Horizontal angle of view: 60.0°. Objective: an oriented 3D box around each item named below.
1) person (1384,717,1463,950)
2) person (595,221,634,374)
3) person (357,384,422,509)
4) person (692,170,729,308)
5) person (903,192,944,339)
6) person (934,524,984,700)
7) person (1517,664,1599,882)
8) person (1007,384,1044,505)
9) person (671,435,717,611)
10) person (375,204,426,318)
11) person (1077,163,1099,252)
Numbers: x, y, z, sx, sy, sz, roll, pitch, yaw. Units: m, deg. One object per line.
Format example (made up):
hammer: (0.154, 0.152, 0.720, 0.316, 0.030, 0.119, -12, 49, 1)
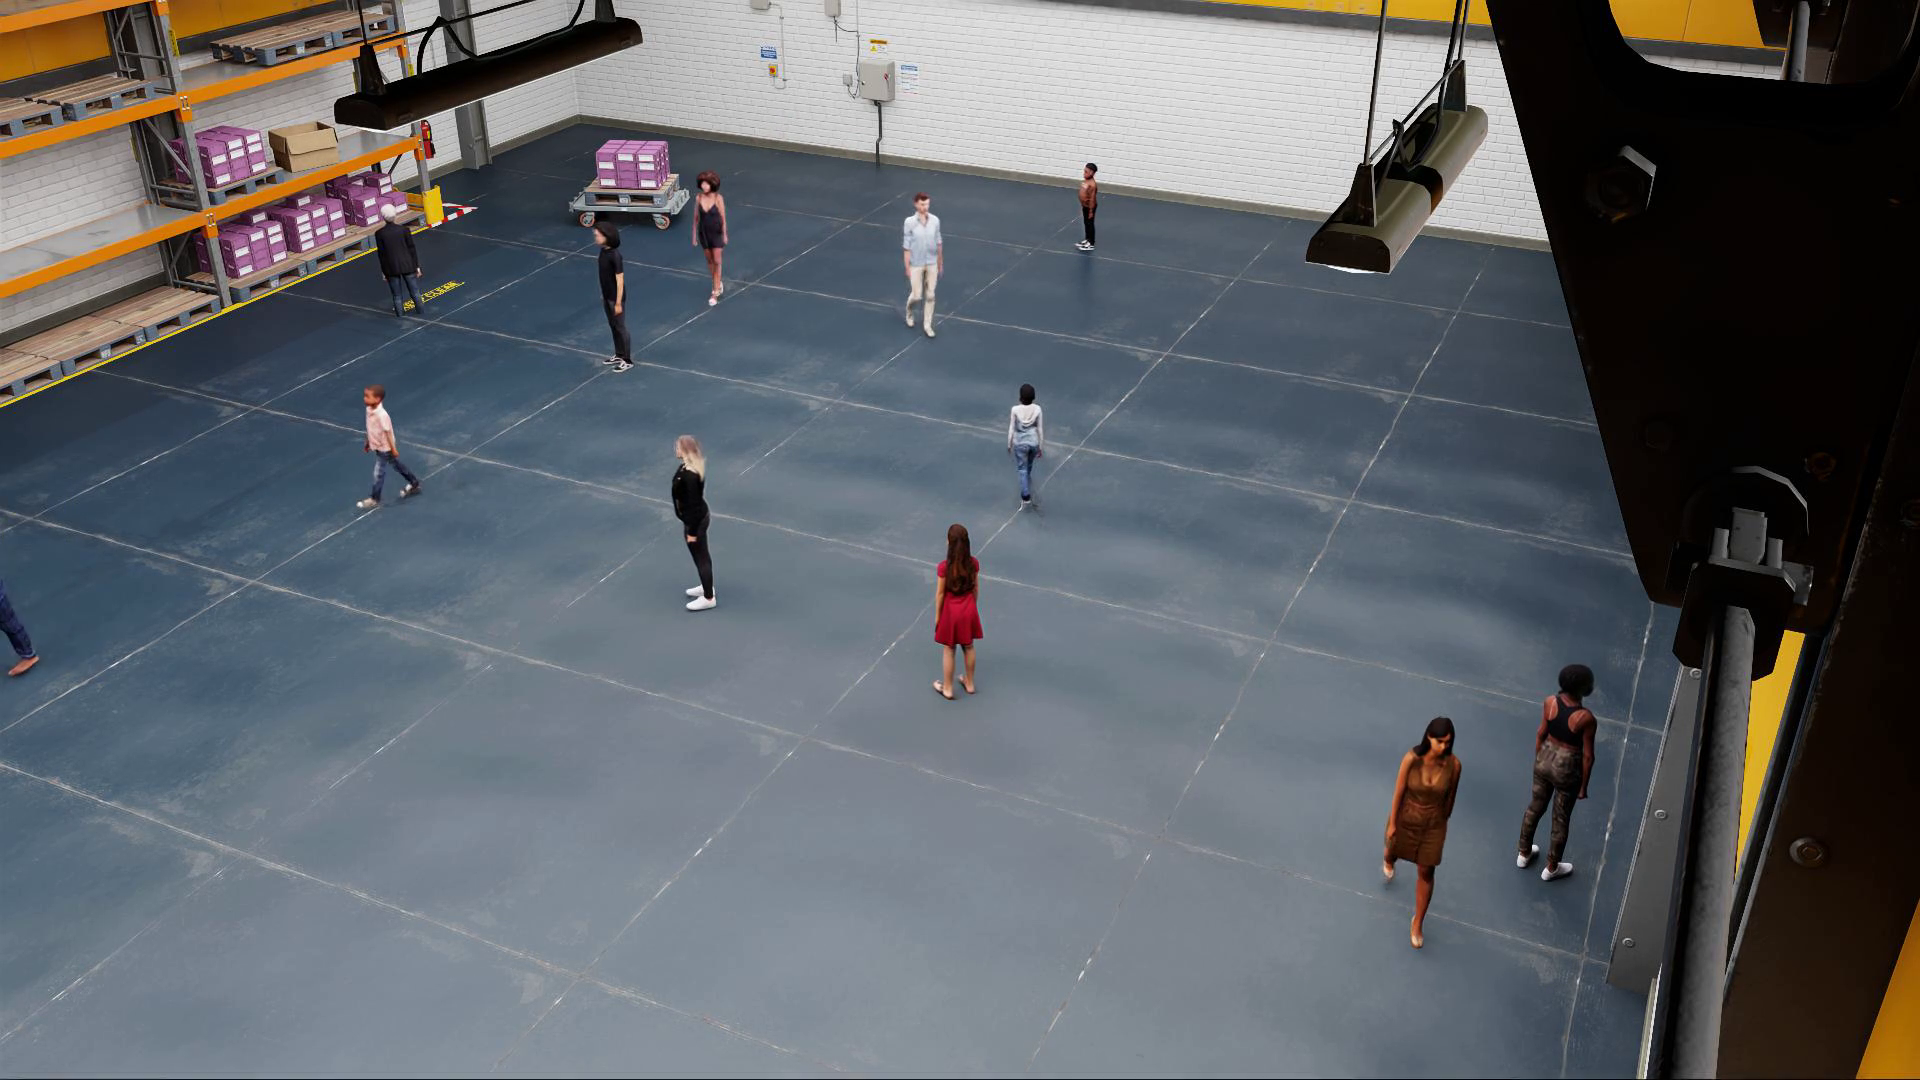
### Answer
person: (3.054, 1.869, 11.161, 0.752, 1.666, 1.066, 4, 29, 7)
person: (-4.111, -2.924, 19.776, 0.713, 1.831, 0.707, -17, 33, -28)
person: (-5.753, -0.974, 16.780, 0.970, 1.278, 0.774, -20, 34, -32)
person: (-3.234, -3.995, 21.813, 0.714, 1.760, 1.040, 6, 29, 11)
person: (-0.485, -3.467, 20.767, 0.874, 1.834, 0.932, -11, 31, -20)
person: (-0.019, 0.582, 13.640, 0.685, 1.551, 0.745, -12, 31, -21)
person: (4.178, 1.606, 11.609, 0.647, 1.699, 0.651, -22, 35, -34)
person: (0.664, -0.956, 16.782, 0.794, 1.243, 0.945, -4, 29, -8)
person: (-2.357, -0.165, 14.870, 0.755, 1.686, 0.642, -3, 29, -5)
person: (-7.206, -3.487, 21.526, 0.829, 1.782, 0.787, -8, 30, -14)
person: (1.858, -4.782, 23.783, 0.650, 1.255, 0.581, -8, 30, -14)
